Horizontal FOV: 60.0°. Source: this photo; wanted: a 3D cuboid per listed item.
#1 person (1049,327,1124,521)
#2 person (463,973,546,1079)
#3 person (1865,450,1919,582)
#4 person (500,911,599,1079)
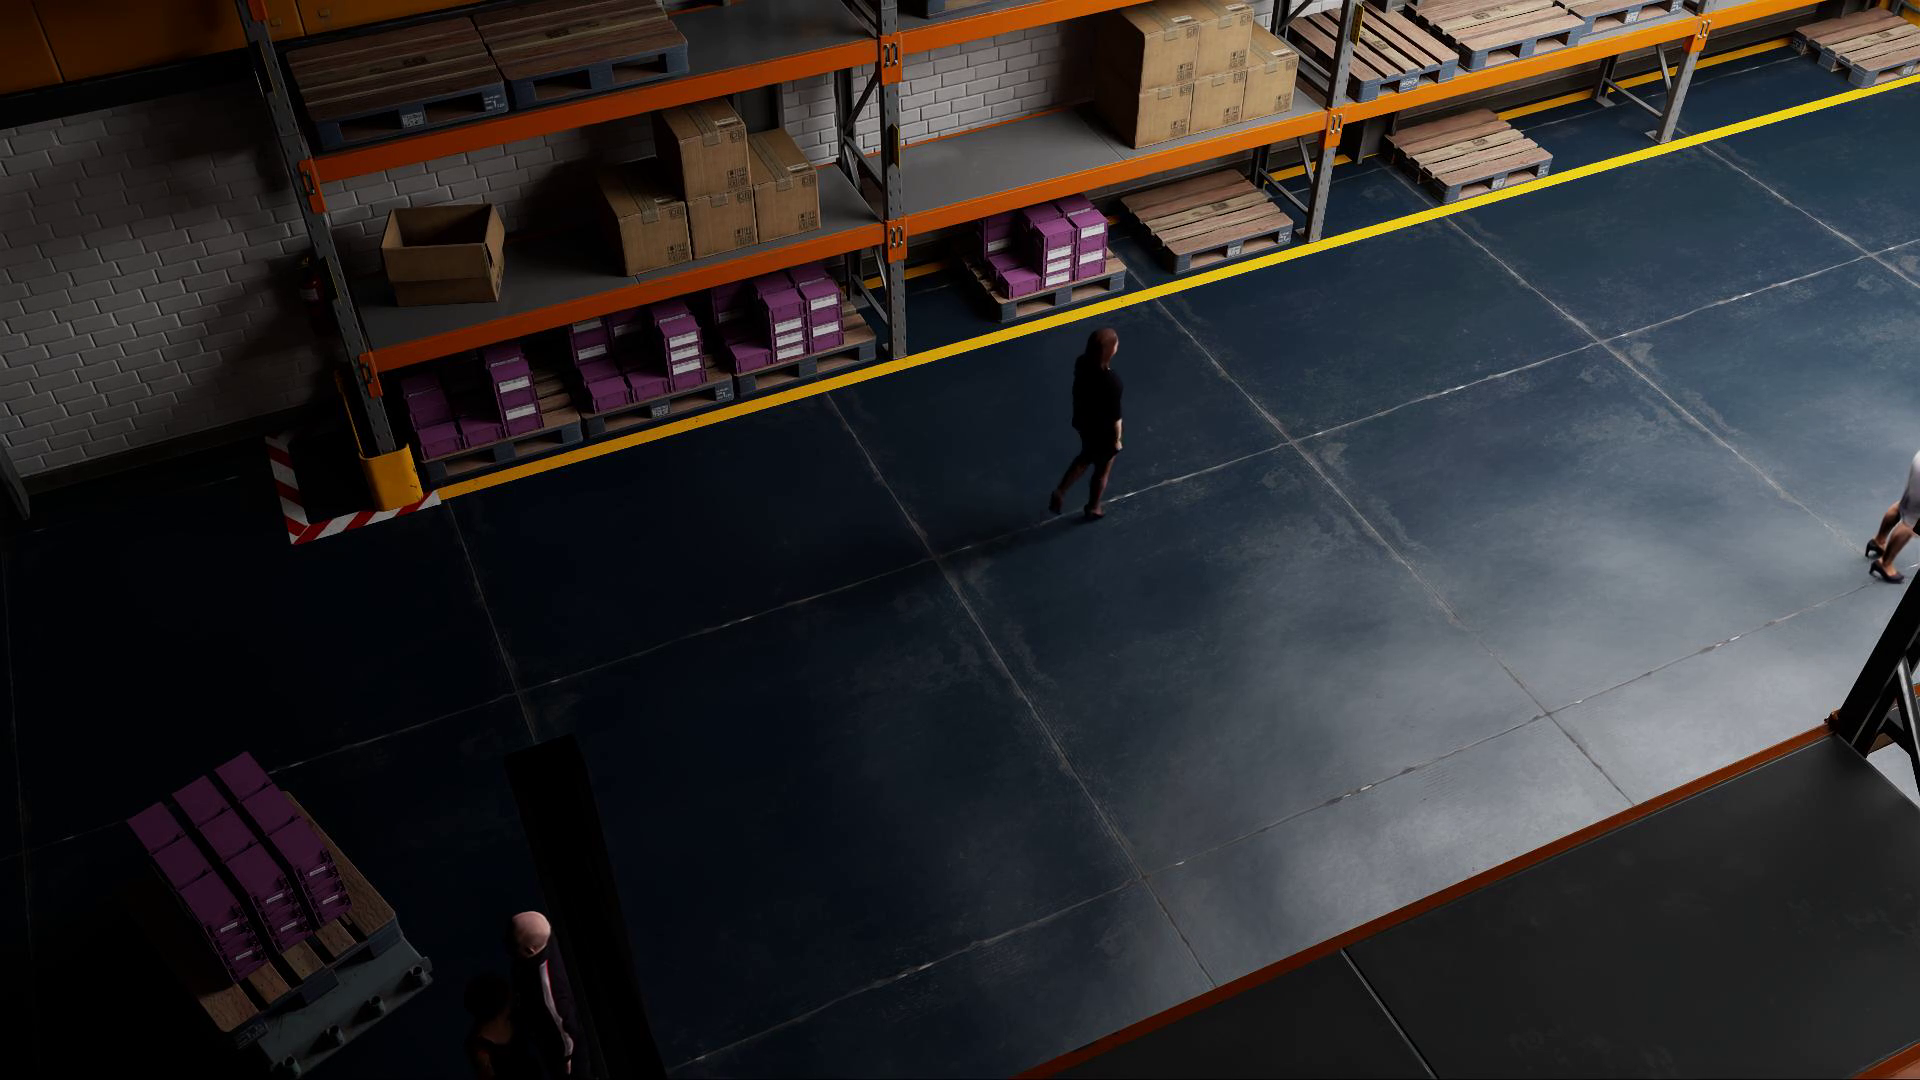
[{"bbox_3d":[0.885,-0.728,11.480,0.781,1.694,0.643,-24,49,-23],"label":"person"},{"bbox_3d":[-2.255,2.603,8.098,0.869,1.535,0.764,3,44,3],"label":"person"},{"bbox_3d":[6.524,-0.447,11.149,0.682,1.743,0.649,7,44,7],"label":"person"},{"bbox_3d":[-1.940,2.367,8.127,0.601,1.837,0.688,-13,45,-13],"label":"person"}]
